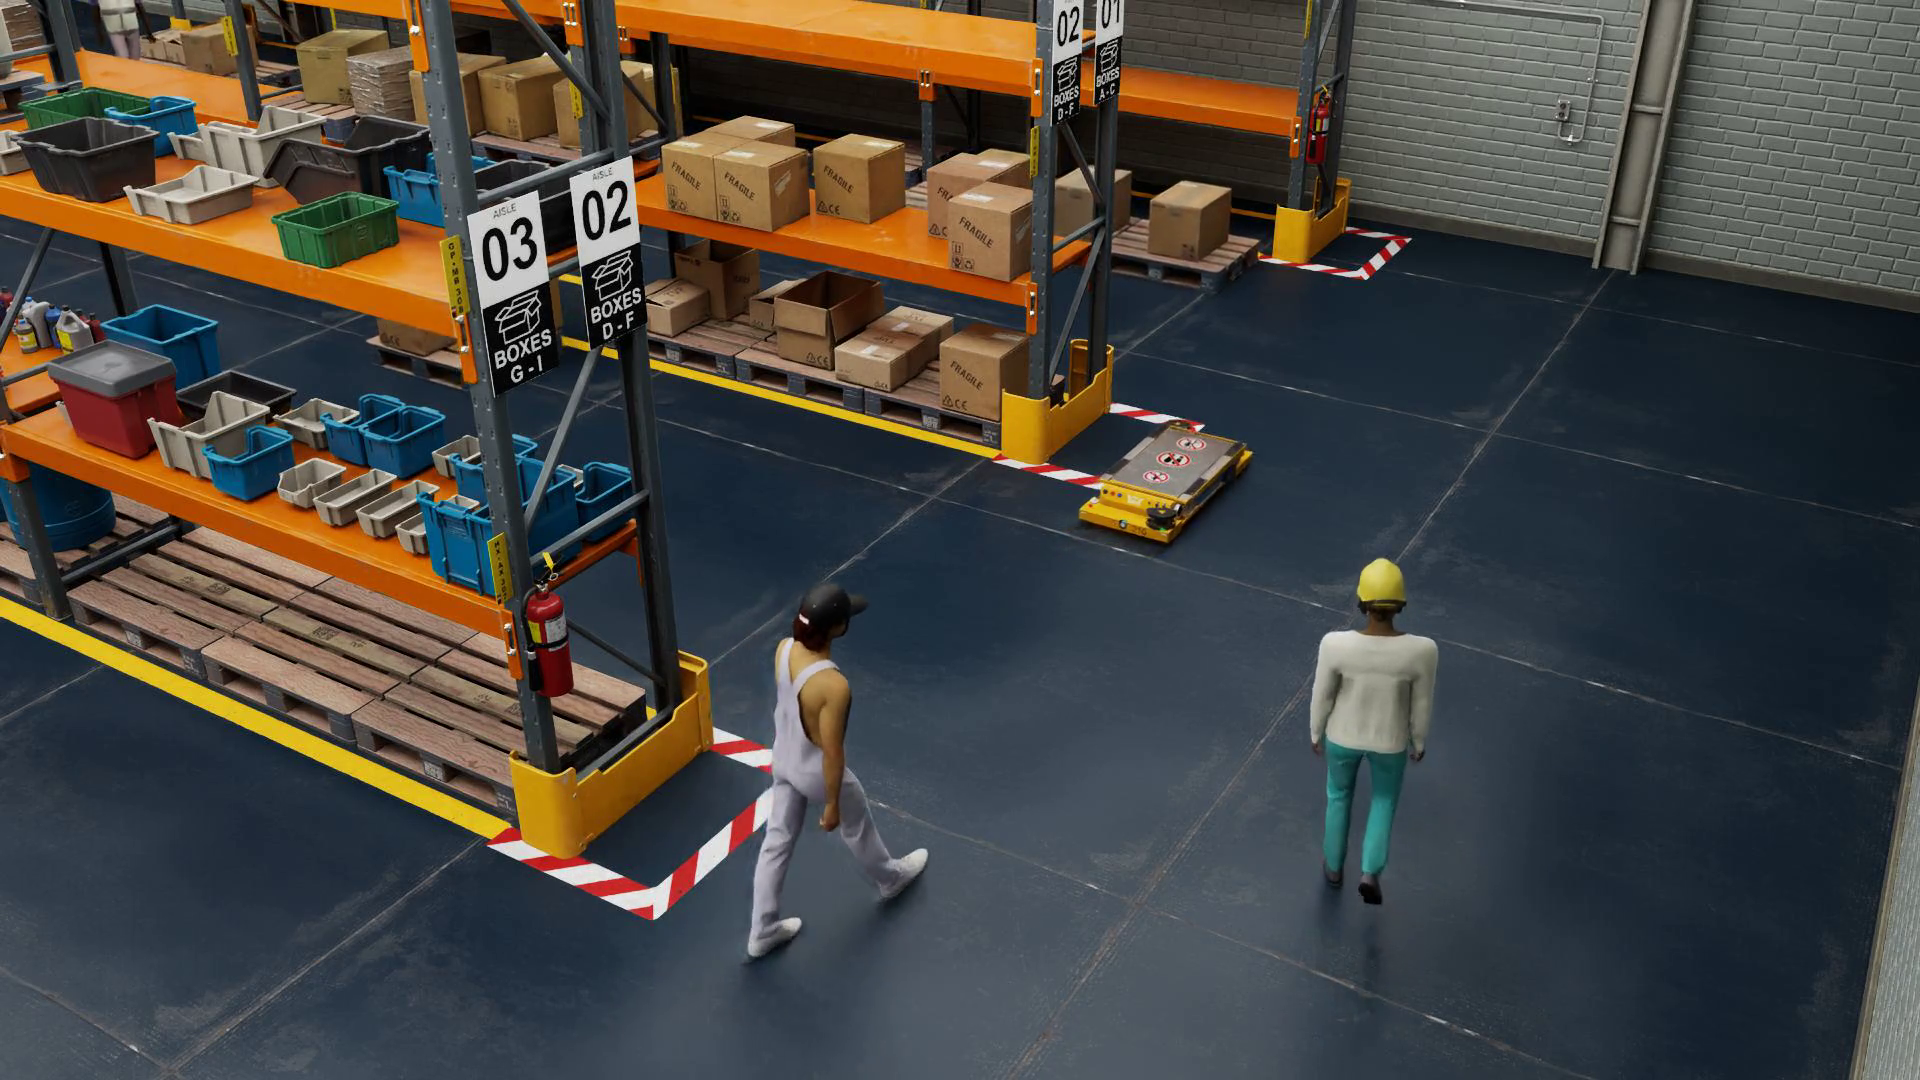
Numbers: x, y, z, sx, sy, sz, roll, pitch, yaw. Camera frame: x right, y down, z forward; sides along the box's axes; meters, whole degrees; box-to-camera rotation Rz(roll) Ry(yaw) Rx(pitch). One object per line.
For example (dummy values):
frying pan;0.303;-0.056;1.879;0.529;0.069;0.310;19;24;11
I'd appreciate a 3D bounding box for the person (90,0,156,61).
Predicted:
person;-10.016;-6.092;19.980;0.586;1.805;0.796;-25;38;-38

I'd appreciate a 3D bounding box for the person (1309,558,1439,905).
person;1.832;0.898;7.496;0.535;1.748;0.478;6;30;11

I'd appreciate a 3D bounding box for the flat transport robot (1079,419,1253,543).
flat transport robot;1.432;-0.422;11.390;0.659;0.231;1.431;16;33;27

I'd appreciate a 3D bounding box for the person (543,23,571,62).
person;-4.056;-4.494;17.224;0.535;1.698;0.322;11;31;19

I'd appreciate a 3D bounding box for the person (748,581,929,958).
person;-0.593;0.965;7.320;0.500;1.805;0.982;24;37;36
